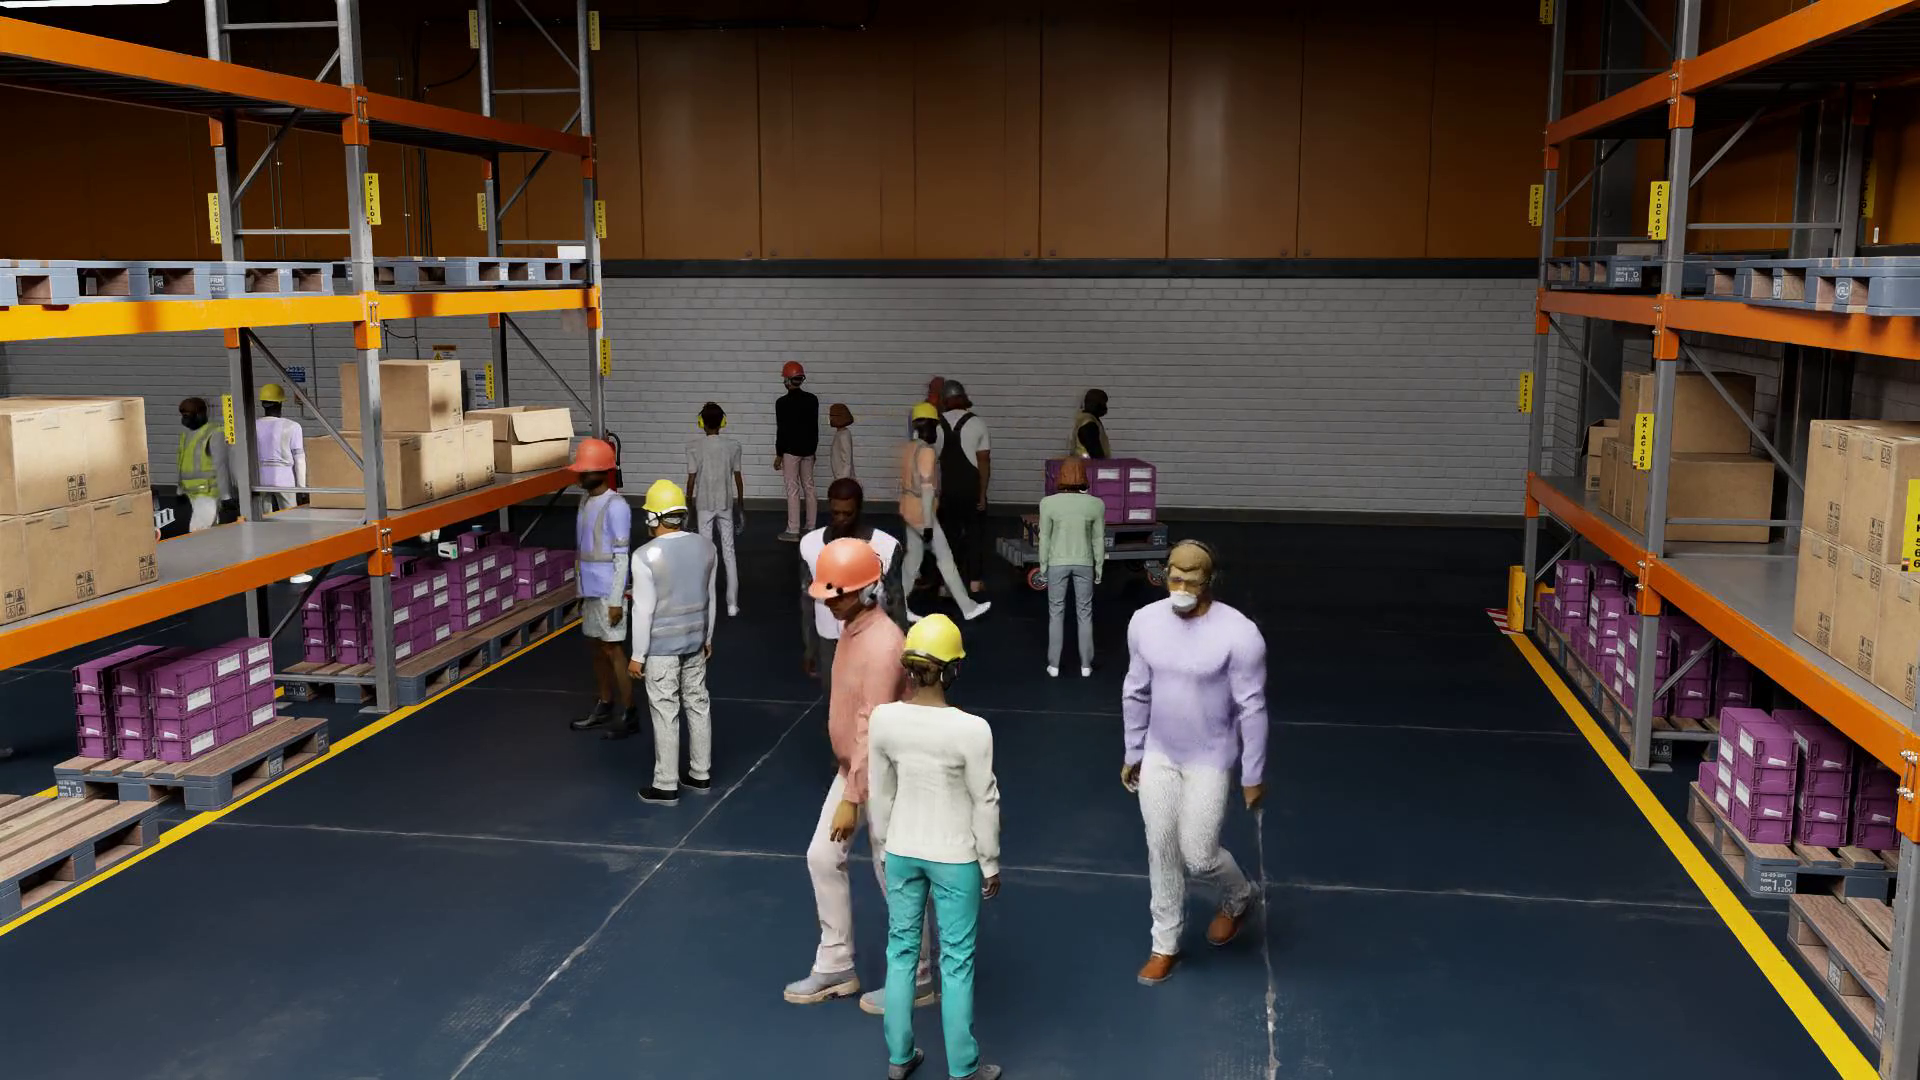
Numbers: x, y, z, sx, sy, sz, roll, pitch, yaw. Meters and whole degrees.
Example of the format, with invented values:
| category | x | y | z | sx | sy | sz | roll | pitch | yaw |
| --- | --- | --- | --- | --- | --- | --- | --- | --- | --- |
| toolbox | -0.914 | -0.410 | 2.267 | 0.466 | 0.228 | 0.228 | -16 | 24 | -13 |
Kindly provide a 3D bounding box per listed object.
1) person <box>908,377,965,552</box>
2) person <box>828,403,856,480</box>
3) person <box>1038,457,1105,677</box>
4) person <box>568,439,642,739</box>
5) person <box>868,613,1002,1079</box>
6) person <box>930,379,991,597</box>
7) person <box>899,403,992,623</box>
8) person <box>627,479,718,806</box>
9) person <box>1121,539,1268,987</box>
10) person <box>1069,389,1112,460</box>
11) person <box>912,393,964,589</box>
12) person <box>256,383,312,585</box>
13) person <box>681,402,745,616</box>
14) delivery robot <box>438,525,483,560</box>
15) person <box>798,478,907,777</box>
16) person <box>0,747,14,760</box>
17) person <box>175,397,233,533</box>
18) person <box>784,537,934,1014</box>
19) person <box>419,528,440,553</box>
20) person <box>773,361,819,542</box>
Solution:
| category | x | y | z | sx | sy | sz | roll | pitch | yaw |
| --- | --- | --- | --- | --- | --- | --- | --- | --- | --- |
| person | -0.233 | -0.826 | 17.909 | 0.671 | 1.849 | 0.983 | 4 | 10 | 22 |
| person | -1.218 | -0.591 | 17.142 | 0.285 | 1.633 | 0.501 | -2 | 9 | -10 |
| person | 0.825 | 0.203 | 12.280 | 0.494 | 1.624 | 0.287 | 0 | 9 | -2 |
| person | -2.288 | 0.313 | 10.672 | 0.401 | 1.924 | 0.589 | -7 | 11 | -35 |
| person | -0.088 | 1.141 | 6.055 | 0.524 | 1.769 | 0.309 | 5 | 10 | 27 |
| person | -0.035 | -0.504 | 15.354 | 0.701 | 2.000 | 0.797 | 2 | 9 | 13 |
| person | -0.183 | -0.218 | 14.121 | 0.824 | 1.873 | 0.620 | -3 | 10 | -20 |
| person | -1.628 | 0.572 | 9.354 | 0.403 | 1.835 | 0.587 | 8 | 12 | 39 |
| person | 1.016 | 0.914 | 7.013 | 0.654 | 1.913 | 0.571 | 8 | 12 | 39 |
| person | 1.420 | -0.641 | 16.963 | 0.953 | 1.786 | 0.639 | 1 | 9 | 7 |
| person | -0.250 | -0.473 | 15.768 | 0.892 | 1.828 | 0.548 | -8 | 12 | -42 |
| person | -6.512 | -0.526 | 15.842 | 0.588 | 1.928 | 0.384 | 0 | 9 | 0 |
| person | -2.138 | -0.255 | 14.358 | 0.576 | 1.865 | 0.327 | -3 | 10 | -20 |
| delivery robot | -4.602 | 0.103 | 15.892 | 0.477 | 0.478 | 0.707 | 9 | 13 | 44 |
| person | -0.581 | 0.561 | 9.294 | 0.597 | 1.889 | 0.595 | 2 | 9 | 13 |
| person | -5.993 | 0.451 | 9.931 | 0.648 | 1.891 | 0.514 | 2 | 9 | 11 |
| person | -7.102 | -0.435 | 15.605 | 0.658 | 1.816 | 0.511 | 8 | 12 | 42 |
| person | -0.431 | 0.956 | 6.617 | 0.725 | 1.951 | 0.621 | -4 | 10 | -22 |
| person | -5.604 | -0.754 | 17.615 | 0.626 | 1.800 | 0.807 | -4 | 10 | -26 |
| person | -1.819 | -0.980 | 18.432 | 0.382 | 1.996 | 0.608 | 8 | 12 | 41 |
